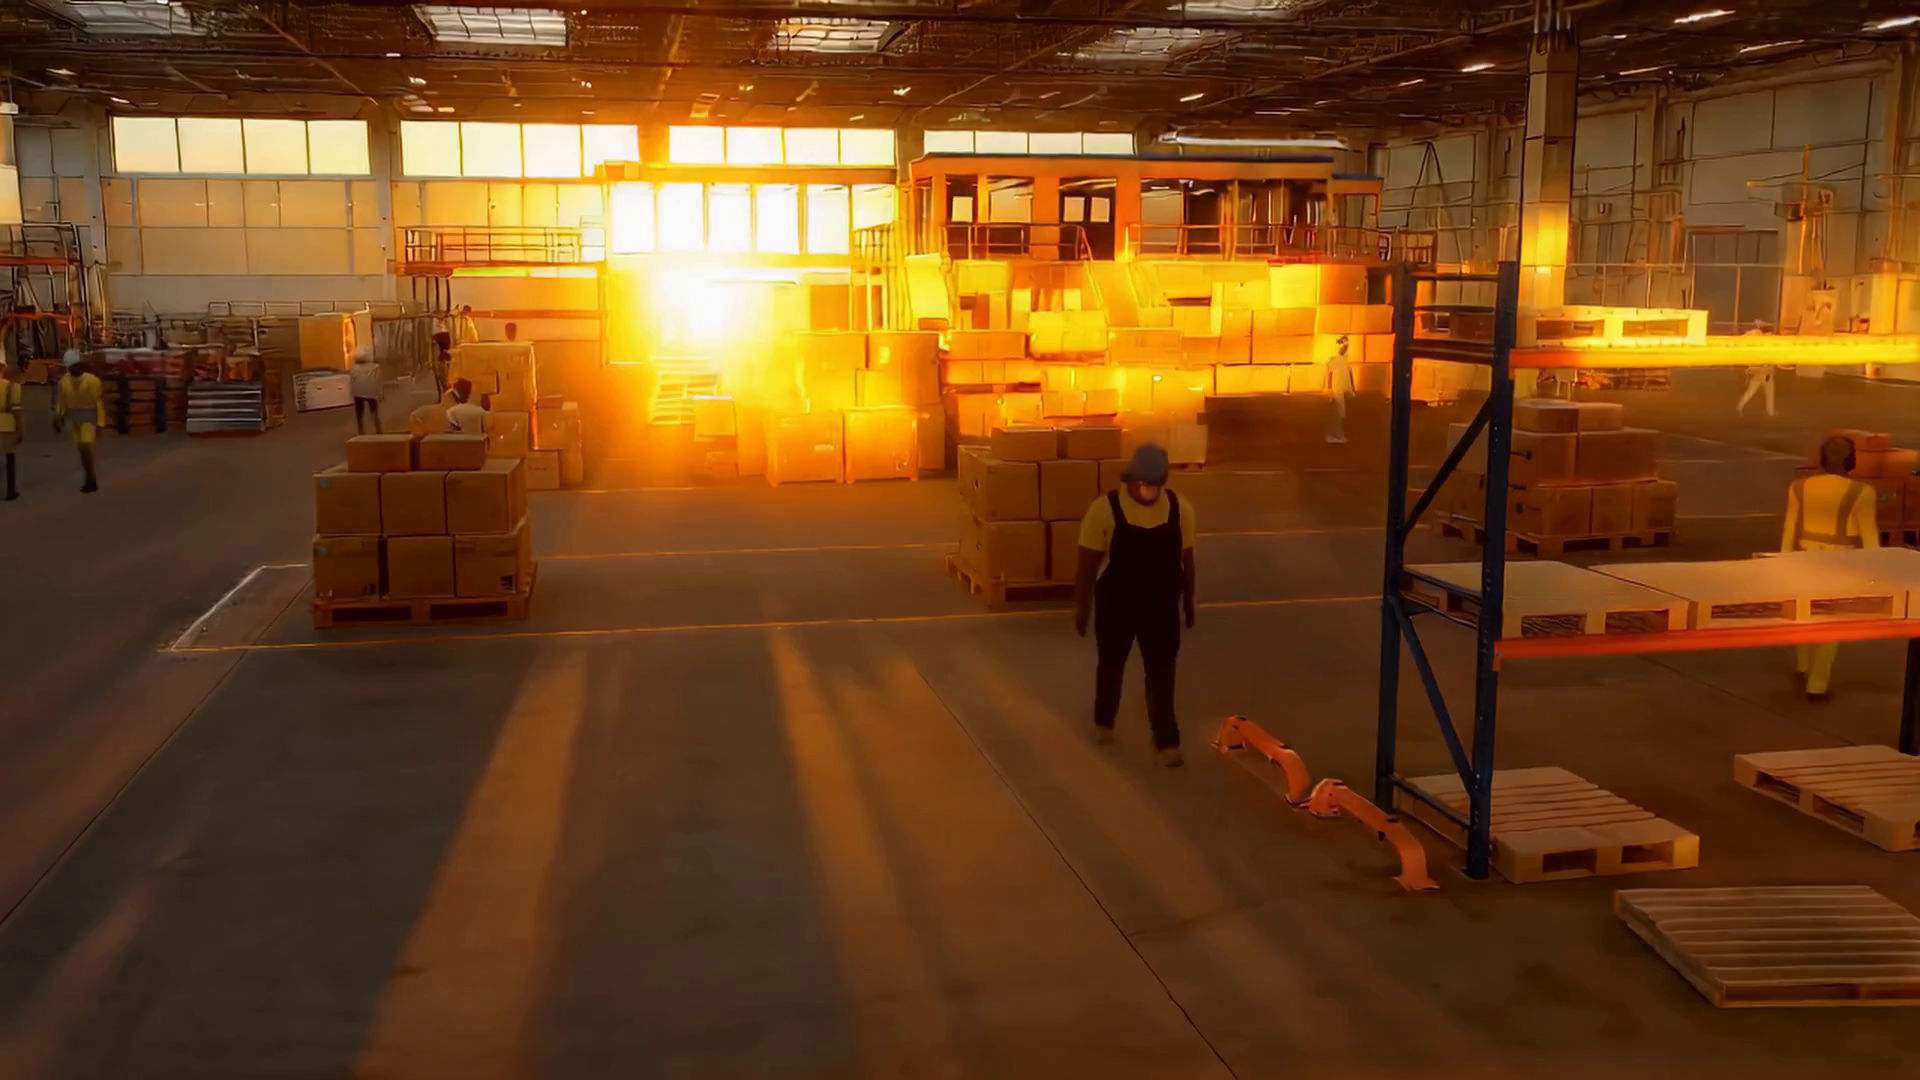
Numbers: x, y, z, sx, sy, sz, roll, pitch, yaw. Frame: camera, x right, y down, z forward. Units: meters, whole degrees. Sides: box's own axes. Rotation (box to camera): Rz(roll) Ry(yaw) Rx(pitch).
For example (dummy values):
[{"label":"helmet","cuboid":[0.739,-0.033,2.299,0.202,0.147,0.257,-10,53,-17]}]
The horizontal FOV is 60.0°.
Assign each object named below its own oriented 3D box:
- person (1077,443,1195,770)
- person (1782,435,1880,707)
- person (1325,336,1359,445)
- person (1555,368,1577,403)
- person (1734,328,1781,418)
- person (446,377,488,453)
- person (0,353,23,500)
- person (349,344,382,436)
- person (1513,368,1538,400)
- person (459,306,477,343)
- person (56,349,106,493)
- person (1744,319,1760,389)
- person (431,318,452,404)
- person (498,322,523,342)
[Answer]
[{"label":"person","cuboid":[1.078,0.345,10.075,0.757,2.000,1.041,-1,9,-6]},{"label":"person","cuboid":[5.981,0.213,11.421,0.524,1.868,0.587,-6,11,-33]},{"label":"person","cuboid":[6.533,-2.534,28.248,0.542,1.842,0.760,-9,13,-44]},{"label":"person","cuboid":[11.064,-2.941,30.418,0.549,1.937,0.358,-8,12,-41]},{"label":"person","cuboid":[15.971,-3.332,33.203,0.862,1.811,0.627,-2,9,-11]},{"label":"person","cuboid":[-5.174,-0.775,17.441,0.329,1.865,0.515,6,11,34]},{"label":"person","cuboid":[-12.320,-1.442,21.340,0.559,1.914,0.541,-4,10,-21]},{"label":"person","cuboid":[-9.840,-2.389,27.615,0.524,1.747,0.690,-1,9,-8]},{"label":"person","cuboid":[8.599,-2.161,25.758,0.639,1.912,0.870,-1,9,-7]},{"label":"person","cuboid":[-14.810,-6.124,50.096,0.506,1.847,0.344,0,9,-1]},{"label":"person","cuboid":[-11.744,-1.572,22.127,0.568,1.910,0.710,0,9,0]},{"label":"person","cuboid":[19.512,-4.570,40.972,0.422,1.729,0.506,-8,12,-39]},{"label":"person","cuboid":[-11.153,-3.811,35.791,0.392,1.915,0.590,3,10,17]},{"label":"person","cuboid":[-8.787,-3.314,32.705,0.624,1.943,0.858,0,9,-3]}]
